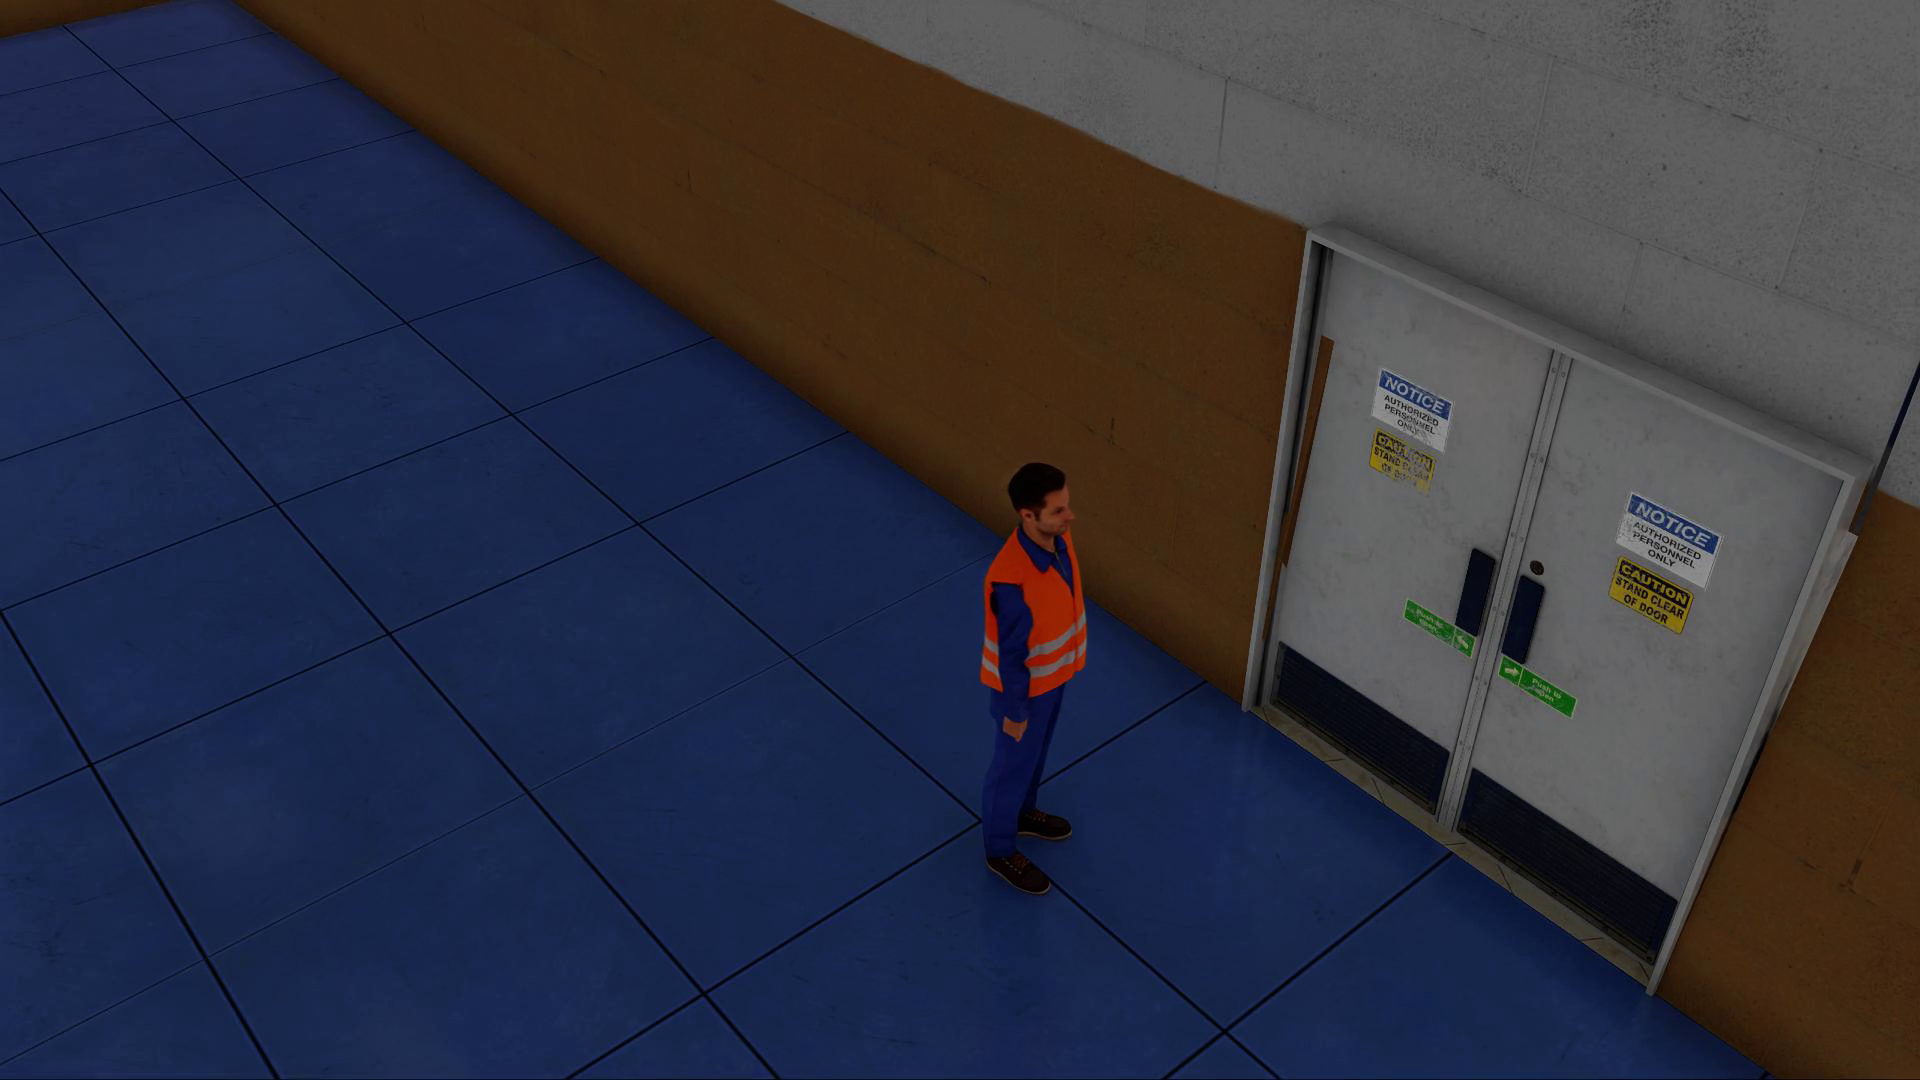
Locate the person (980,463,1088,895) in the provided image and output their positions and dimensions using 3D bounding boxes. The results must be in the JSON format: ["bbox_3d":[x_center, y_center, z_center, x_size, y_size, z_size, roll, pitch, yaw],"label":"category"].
[{"bbox_3d":[0.259,0.487,6.072,0.850,1.863,0.724,13,39,17],"label":"person"}]
